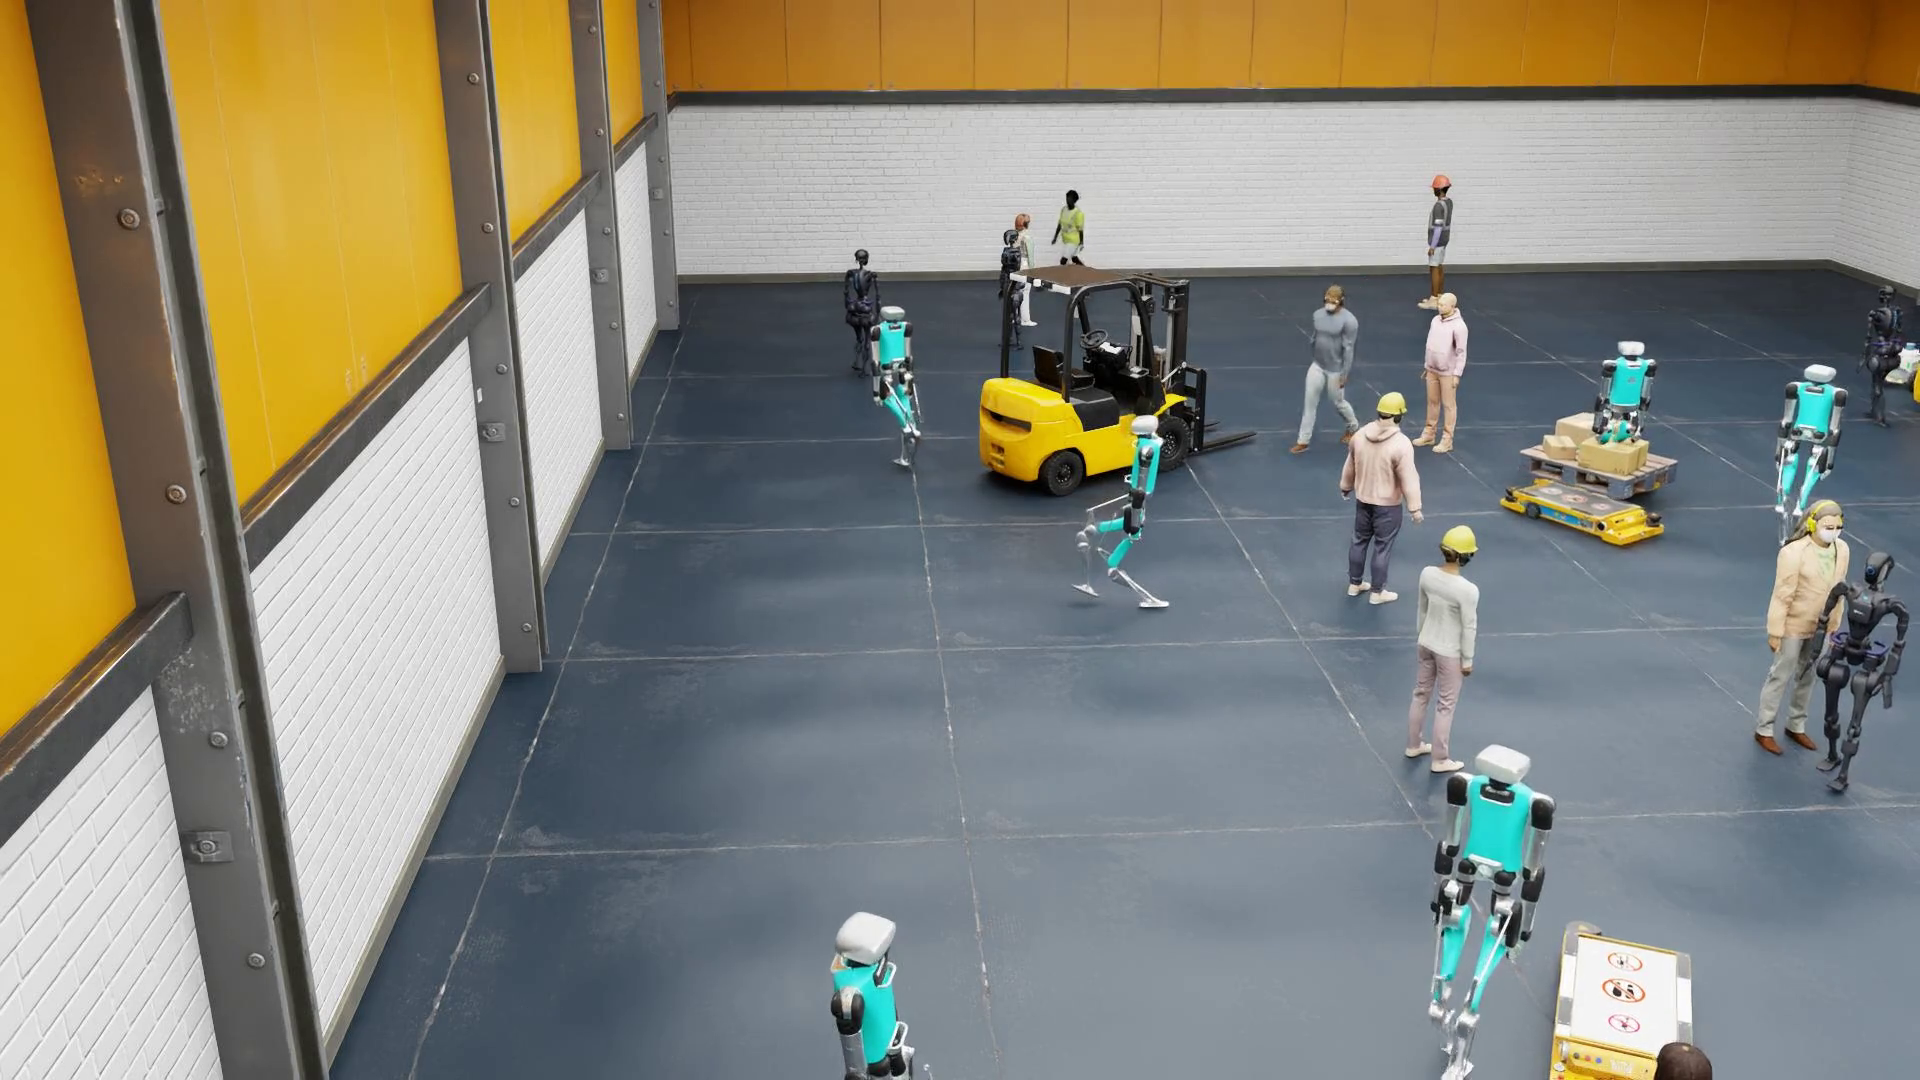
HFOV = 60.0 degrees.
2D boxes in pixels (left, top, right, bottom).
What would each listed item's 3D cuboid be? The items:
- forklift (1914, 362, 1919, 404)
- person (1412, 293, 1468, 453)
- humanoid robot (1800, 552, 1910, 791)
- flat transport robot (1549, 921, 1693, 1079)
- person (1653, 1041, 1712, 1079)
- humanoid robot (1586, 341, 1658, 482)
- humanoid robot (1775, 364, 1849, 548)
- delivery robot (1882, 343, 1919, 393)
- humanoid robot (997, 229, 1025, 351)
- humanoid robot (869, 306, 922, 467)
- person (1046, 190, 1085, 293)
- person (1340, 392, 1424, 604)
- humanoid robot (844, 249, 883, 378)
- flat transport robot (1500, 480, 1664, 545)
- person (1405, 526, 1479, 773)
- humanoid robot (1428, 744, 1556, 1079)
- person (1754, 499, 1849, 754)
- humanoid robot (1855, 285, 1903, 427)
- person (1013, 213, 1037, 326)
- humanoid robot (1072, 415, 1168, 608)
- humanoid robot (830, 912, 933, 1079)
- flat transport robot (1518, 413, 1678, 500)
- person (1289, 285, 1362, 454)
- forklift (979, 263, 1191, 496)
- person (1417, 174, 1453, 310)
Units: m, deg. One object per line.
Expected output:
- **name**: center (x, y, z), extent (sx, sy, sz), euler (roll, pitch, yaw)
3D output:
- **forklift**: center (12.602, -2.435, 19.475), extent (2.313, 2.155, 1.214), euler (-1, 20, -4)
- **person**: center (5.395, -1.873, 18.530), extent (0.404, 1.782, 0.527), euler (-11, 23, -27)
- **humanoid robot**: center (6.001, 0.866, 11.237), extent (0.598, 1.640, 0.601), euler (-17, 26, -39)
- **flat transport robot**: center (3.493, 2.517, 8.770), extent (0.659, 0.231, 1.431), euler (8, 22, 20)
- **person**: center (2.600, 2.660, 6.202), extent (0.478, 1.767, 0.363), euler (-3, 20, -8)
- **humanoid robot**: center (6.540, -1.162, 16.708), extent (0.534, 1.813, 0.750), euler (0, 20, -1)
- **humanoid robot**: center (7.761, -0.677, 15.411), extent (0.530, 1.843, 0.664), euler (17, 26, 39)
- **delivery robot**: center (12.074, -2.199, 21.233), extent (0.818, 0.614, 0.499), euler (-16, 25, -36)
- **humanoid robot**: center (0.717, -3.465, 23.004), extent (0.315, 1.657, 0.599), euler (-8, 22, -20)
- **humanoid robot**: center (-0.591, -1.530, 17.788), extent (0.545, 1.857, 0.754), euler (-15, 25, -35)
- **person**: center (1.821, -4.826, 26.760), extent (0.885, 1.651, 0.537), euler (-9, 22, -24)
- **person**: center (3.595, -0.356, 14.296), extent (0.438, 1.858, 0.810), euler (-16, 26, -37)
- **humanoid robot**: center (-1.266, -2.951, 21.612), extent (0.586, 1.647, 0.377), euler (10, 23, 26)
- **flat transport robot**: center (6.126, -0.288, 16.411), extent (0.659, 0.231, 1.431), euler (-13, 24, -31)
- **person**: center (3.343, 0.743, 11.442), extent (0.334, 1.758, 0.515), euler (-10, 22, -26)
- **humanoid robot**: center (2.510, 1.951, 8.214), extent (0.539, 1.786, 0.803), euler (14, 24, 33)
- **person**: center (5.917, 0.594, 11.696), extent (0.566, 1.869, 0.392), euler (-5, 21, -13)
- **humanoid robot**: center (10.813, -2.178, 19.544), extent (0.587, 1.637, 0.626), euler (-8, 22, -21)
- **person**: center (0.915, -3.969, 24.444), extent (0.306, 1.644, 0.513), euler (-13, 24, -32)
- **humanoid robot**: center (1.285, -0.207, 14.133), extent (1.032, 1.765, 0.540), euler (4, 21, 11)
- **humanoid robot**: center (-0.193, 2.421, 7.031), extent (0.654, 1.854, 0.570), euler (3, 20, 9)
- **flat transport robot**: center (6.541, -0.558, 17.147), extent (1.431, 0.231, 0.659), euler (-15, 25, -35)
- **person**: center (4.150, -1.920, 18.505), extent (0.915, 1.907, 0.623), euler (-16, 25, -36)
- **forklift**: center (1.315, -1.764, 17.646), extent (2.313, 2.155, 1.214), euler (-14, 24, -33)
- **person**: center (7.300, -4.567, 25.501), extent (0.370, 2.040, 0.615), euler (11, 23, 28)
